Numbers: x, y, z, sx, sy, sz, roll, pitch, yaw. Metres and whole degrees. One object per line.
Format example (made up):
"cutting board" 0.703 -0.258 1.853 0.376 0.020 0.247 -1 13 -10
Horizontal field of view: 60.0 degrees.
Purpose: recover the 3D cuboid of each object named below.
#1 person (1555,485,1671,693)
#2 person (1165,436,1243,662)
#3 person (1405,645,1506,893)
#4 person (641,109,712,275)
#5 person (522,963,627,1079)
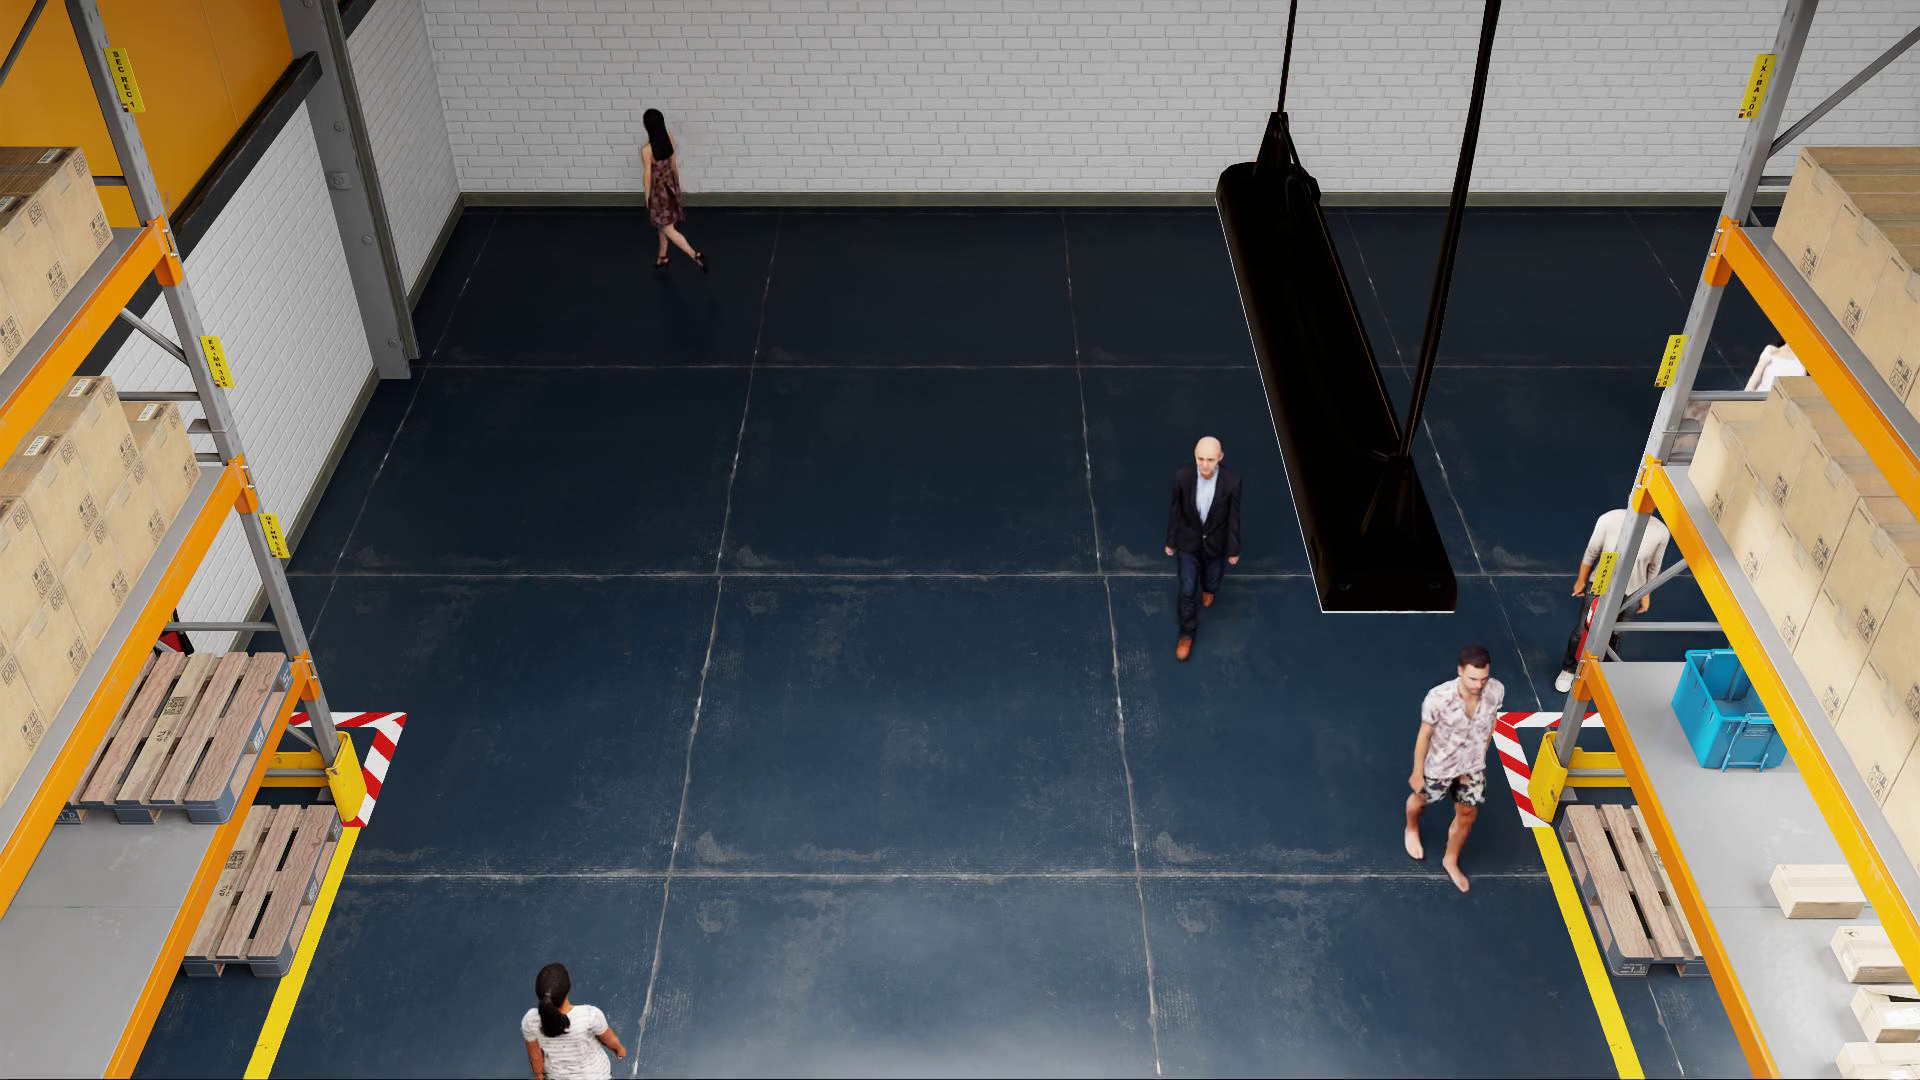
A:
"person" 4.515 0.324 11.468 0.721 1.812 0.659 12 40 15
"person" 1.753 -0.026 11.931 0.822 1.781 1.085 8 39 10
"person" 3.002 1.277 10.287 0.731 1.795 0.855 -4 39 -5
"person" -2.797 -3.283 16.033 1.066 1.752 1.104 24 44 27
"person" -1.967 2.818 8.514 0.625 1.600 1.065 3 39 4
